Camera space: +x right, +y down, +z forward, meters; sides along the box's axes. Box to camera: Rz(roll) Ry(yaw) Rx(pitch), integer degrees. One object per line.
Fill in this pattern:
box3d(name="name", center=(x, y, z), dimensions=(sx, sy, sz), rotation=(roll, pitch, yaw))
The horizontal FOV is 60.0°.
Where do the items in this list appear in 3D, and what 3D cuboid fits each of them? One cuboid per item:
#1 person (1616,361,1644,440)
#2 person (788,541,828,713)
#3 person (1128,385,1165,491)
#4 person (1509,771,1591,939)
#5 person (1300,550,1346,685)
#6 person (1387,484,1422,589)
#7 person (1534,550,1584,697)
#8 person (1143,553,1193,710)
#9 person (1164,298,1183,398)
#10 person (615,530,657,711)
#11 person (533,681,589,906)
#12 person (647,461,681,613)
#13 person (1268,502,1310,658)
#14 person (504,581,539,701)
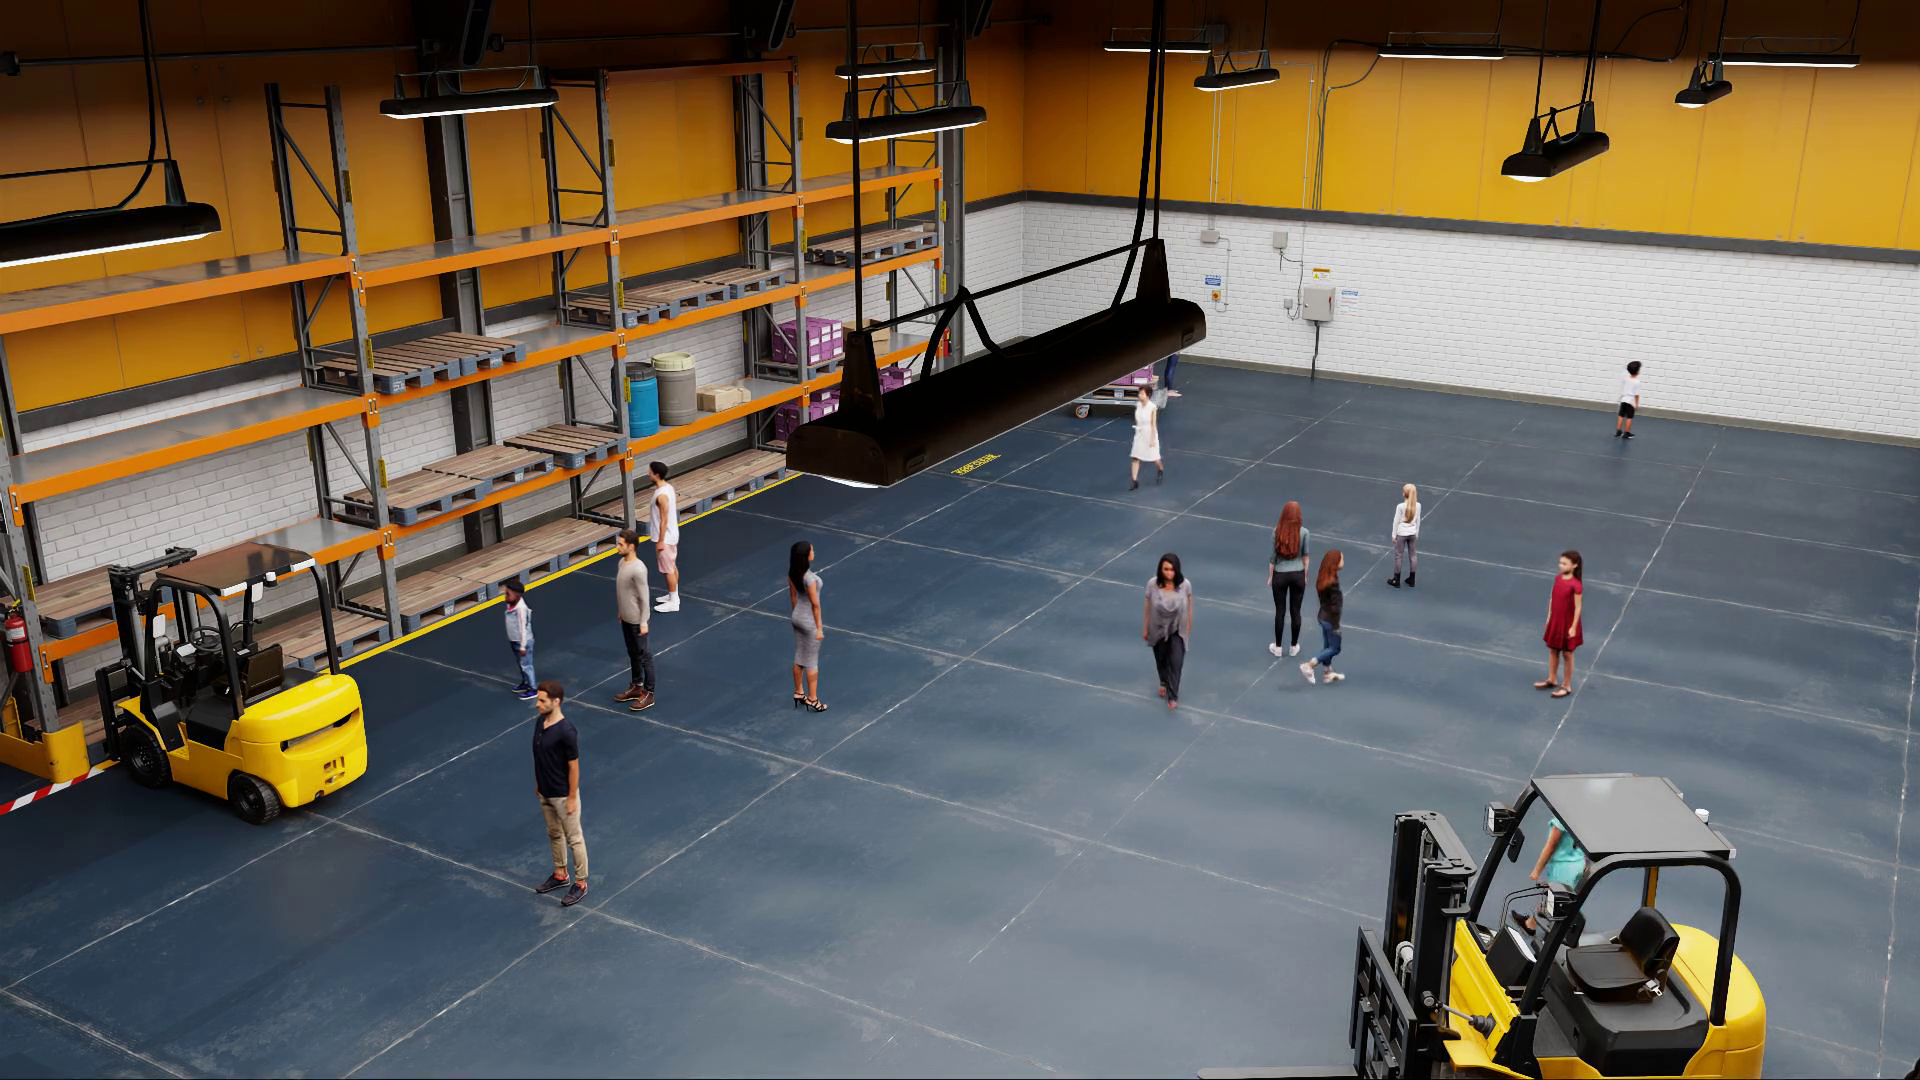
box3d(name="person", center=(10.736, -2.253, 26.682), dimensions=(0.606, 1.256, 0.563), rotation=(-9, 21, -26))
box3d(name="person", center=(-1.541, 0.857, 16.624), dimensions=(0.629, 1.781, 0.648), rotation=(-15, 24, -37))
box3d(name="person", center=(2.732, -1.479, 23.959), dimensions=(0.684, 1.527, 1.025), rotation=(16, 24, 39))
box3d(name="person", center=(4.524, 2.459, 12.254), dimensions=(0.965, 1.534, 0.881), rotation=(-12, 22, -31))
box3d(name="person", center=(3.778, 0.816, 17.223), dimensions=(0.859, 1.475, 0.815), rotation=(-3, 19, -8))
box3d(name="person", center=(5.410, -0.059, 20.136), dimensions=(0.567, 1.275, 0.619), rotation=(-3, 19, -9))
box3d(name="person", center=(6.207, 0.827, 17.069), dimensions=(0.736, 1.553, 0.677), rotation=(-8, 20, -22))
box3d(name="person", center=(2.128, 0.867, 16.922), dimensions=(0.799, 1.572, 1.020), rotation=(4, 19, 12))
box3d(name="person", center=(3.753, -3.420, 29.390), dimensions=(0.711, 1.740, 0.625), rotation=(-1, 19, -3))
box3d(name="person", center=(-3.266, 0.783, 16.709), dimensions=(0.692, 1.866, 0.737), rotation=(-15, 24, -37))
box3d(name="person", center=(-3.179, 1.975, 13.183), dimensions=(0.674, 1.859, 0.575), rotation=(15, 24, 37))
box3d(name="person", center=(-3.417, -0.050, 19.308), dimensions=(0.786, 1.787, 0.679), rotation=(-1, 19, -2))
box3d(name="person", center=(3.552, 0.420, 17.980), dimensions=(0.659, 1.743, 0.672), rotation=(2, 19, 4))
box3d(name="person", center=(-4.489, 1.002, 17.018), dimensions=(0.594, 1.255, 0.560), rotation=(-11, 21, -29))
